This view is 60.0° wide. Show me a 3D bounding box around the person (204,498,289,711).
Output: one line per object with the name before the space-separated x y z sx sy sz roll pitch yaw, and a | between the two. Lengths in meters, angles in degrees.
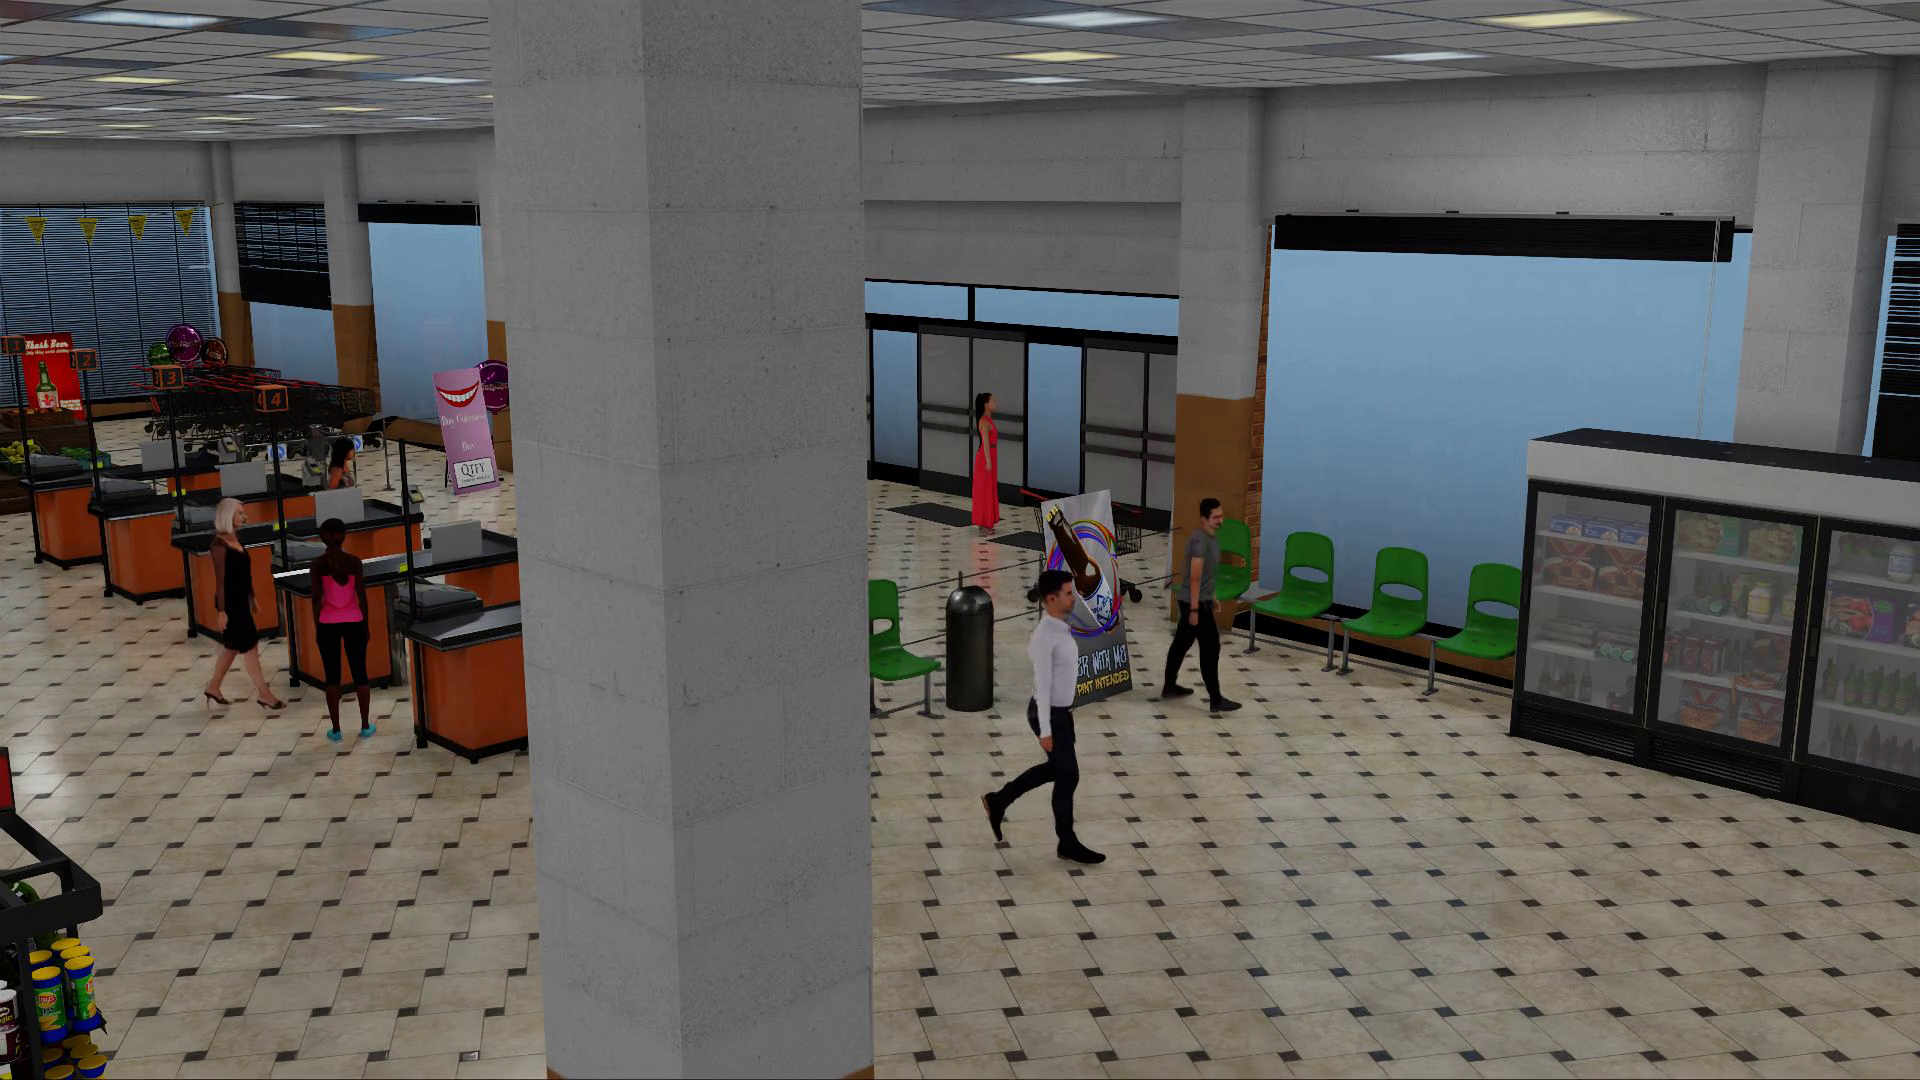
person | -5.847 0.533 13.250 1.020 1.719 0.944 -1 12 -3

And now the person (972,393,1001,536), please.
person | 0.320 -0.936 20.205 0.774 1.727 0.701 1 12 4

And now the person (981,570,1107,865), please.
person | 0.492 1.091 10.308 0.994 1.839 1.101 4 13 19

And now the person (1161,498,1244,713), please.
person | 1.857 0.506 13.390 1.101 1.715 1.050 0 12 1

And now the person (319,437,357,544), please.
person | -6.478 -0.216 17.103 0.955 1.597 0.828 -2 12 -11

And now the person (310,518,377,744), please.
person | -4.677 0.673 12.576 0.602 1.724 0.695 -5 13 -21
